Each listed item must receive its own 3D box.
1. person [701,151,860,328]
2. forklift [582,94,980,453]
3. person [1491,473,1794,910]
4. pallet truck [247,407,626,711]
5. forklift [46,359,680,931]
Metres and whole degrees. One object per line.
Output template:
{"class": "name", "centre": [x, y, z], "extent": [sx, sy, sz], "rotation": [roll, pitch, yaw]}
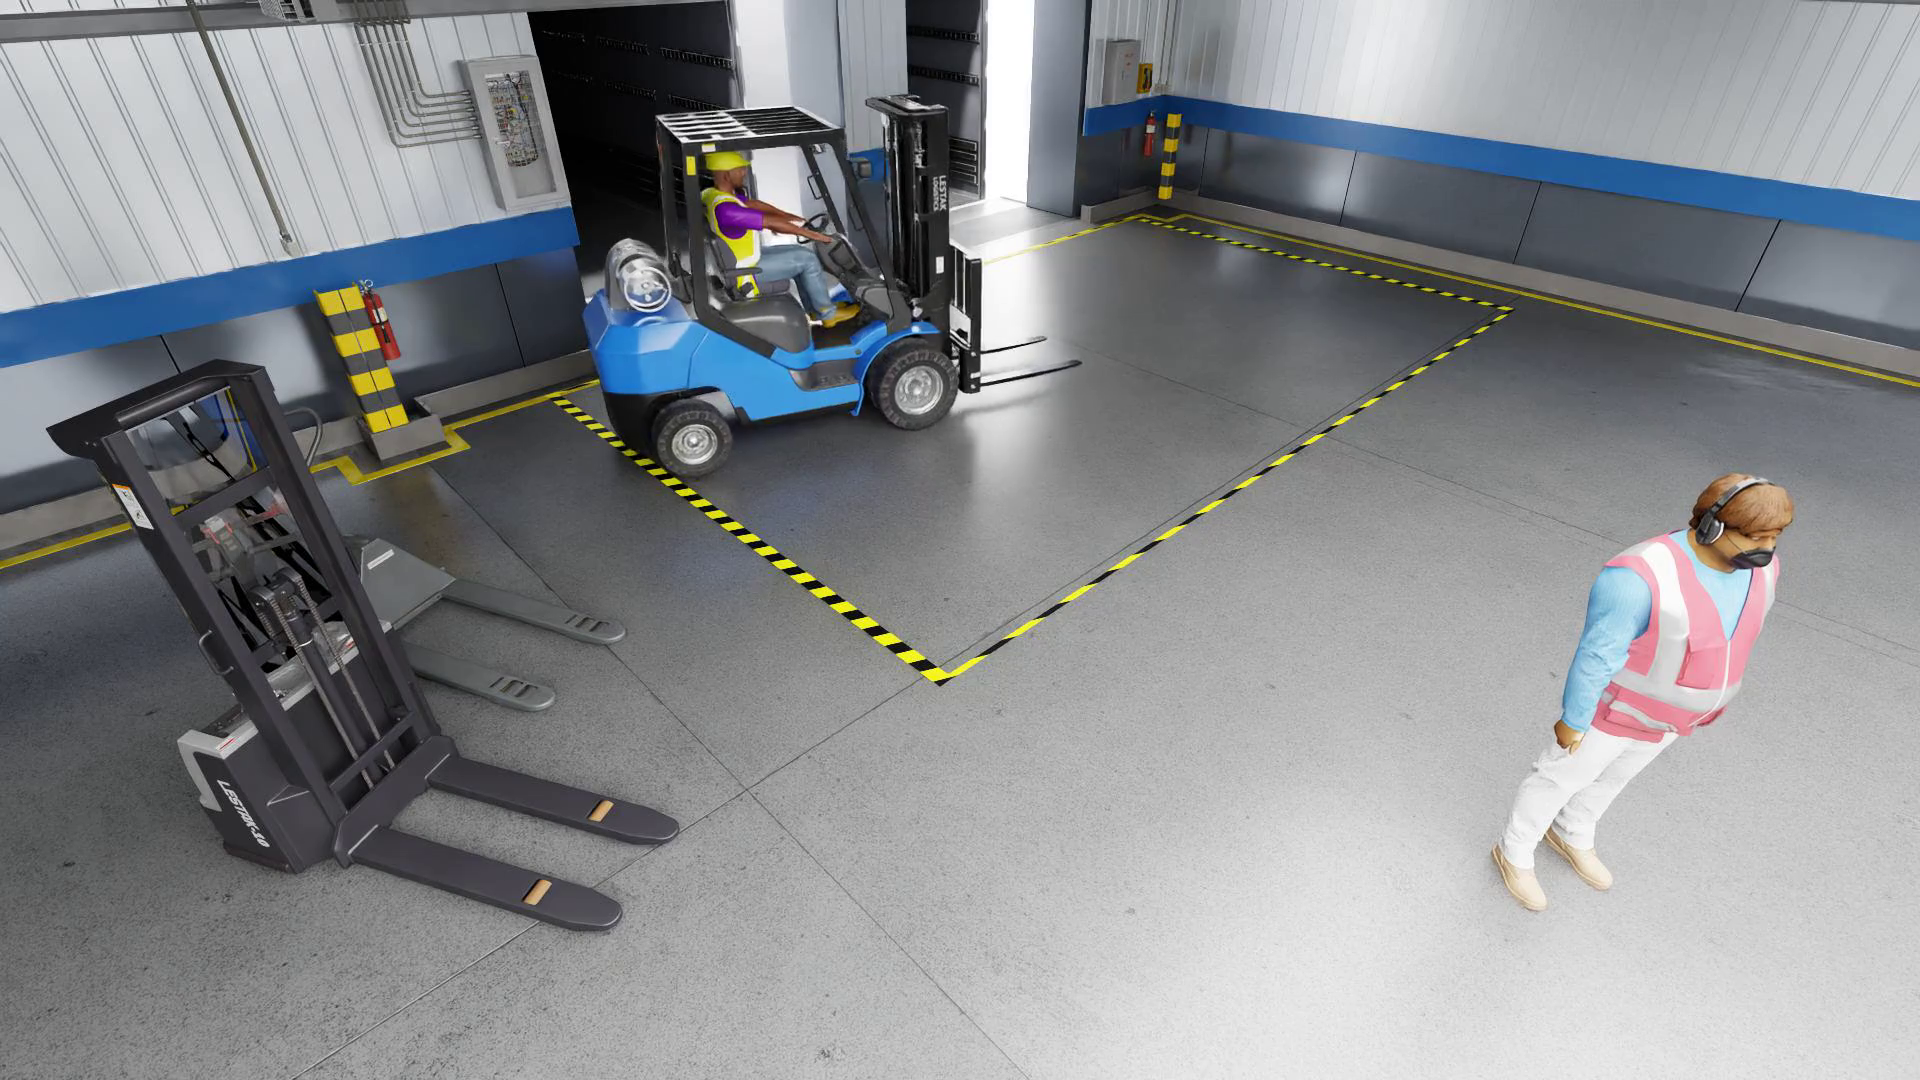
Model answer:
{"class": "person", "centre": [-1.233, -2.095, 6.406], "extent": [1.004, 1.294, 0.635], "rotation": [-14, 37, -20]}
{"class": "forklift", "centre": [-1.290, -1.930, 6.496], "extent": [2.680, 2.036, 1.157], "rotation": [-14, 37, -20]}
{"class": "person", "centre": [2.397, 0.585, 3.251], "extent": [0.625, 1.844, 0.425], "rotation": [-9, 35, -13]}
{"class": "pallet truck", "centre": [-2.628, 0.038, 4.590], "extent": [1.601, 1.201, 0.680], "rotation": [12, 36, 18]}
{"class": "forklift", "centre": [-2.135, 0.422, 3.354], "extent": [1.885, 1.965, 0.823], "rotation": [10, 35, 14]}
